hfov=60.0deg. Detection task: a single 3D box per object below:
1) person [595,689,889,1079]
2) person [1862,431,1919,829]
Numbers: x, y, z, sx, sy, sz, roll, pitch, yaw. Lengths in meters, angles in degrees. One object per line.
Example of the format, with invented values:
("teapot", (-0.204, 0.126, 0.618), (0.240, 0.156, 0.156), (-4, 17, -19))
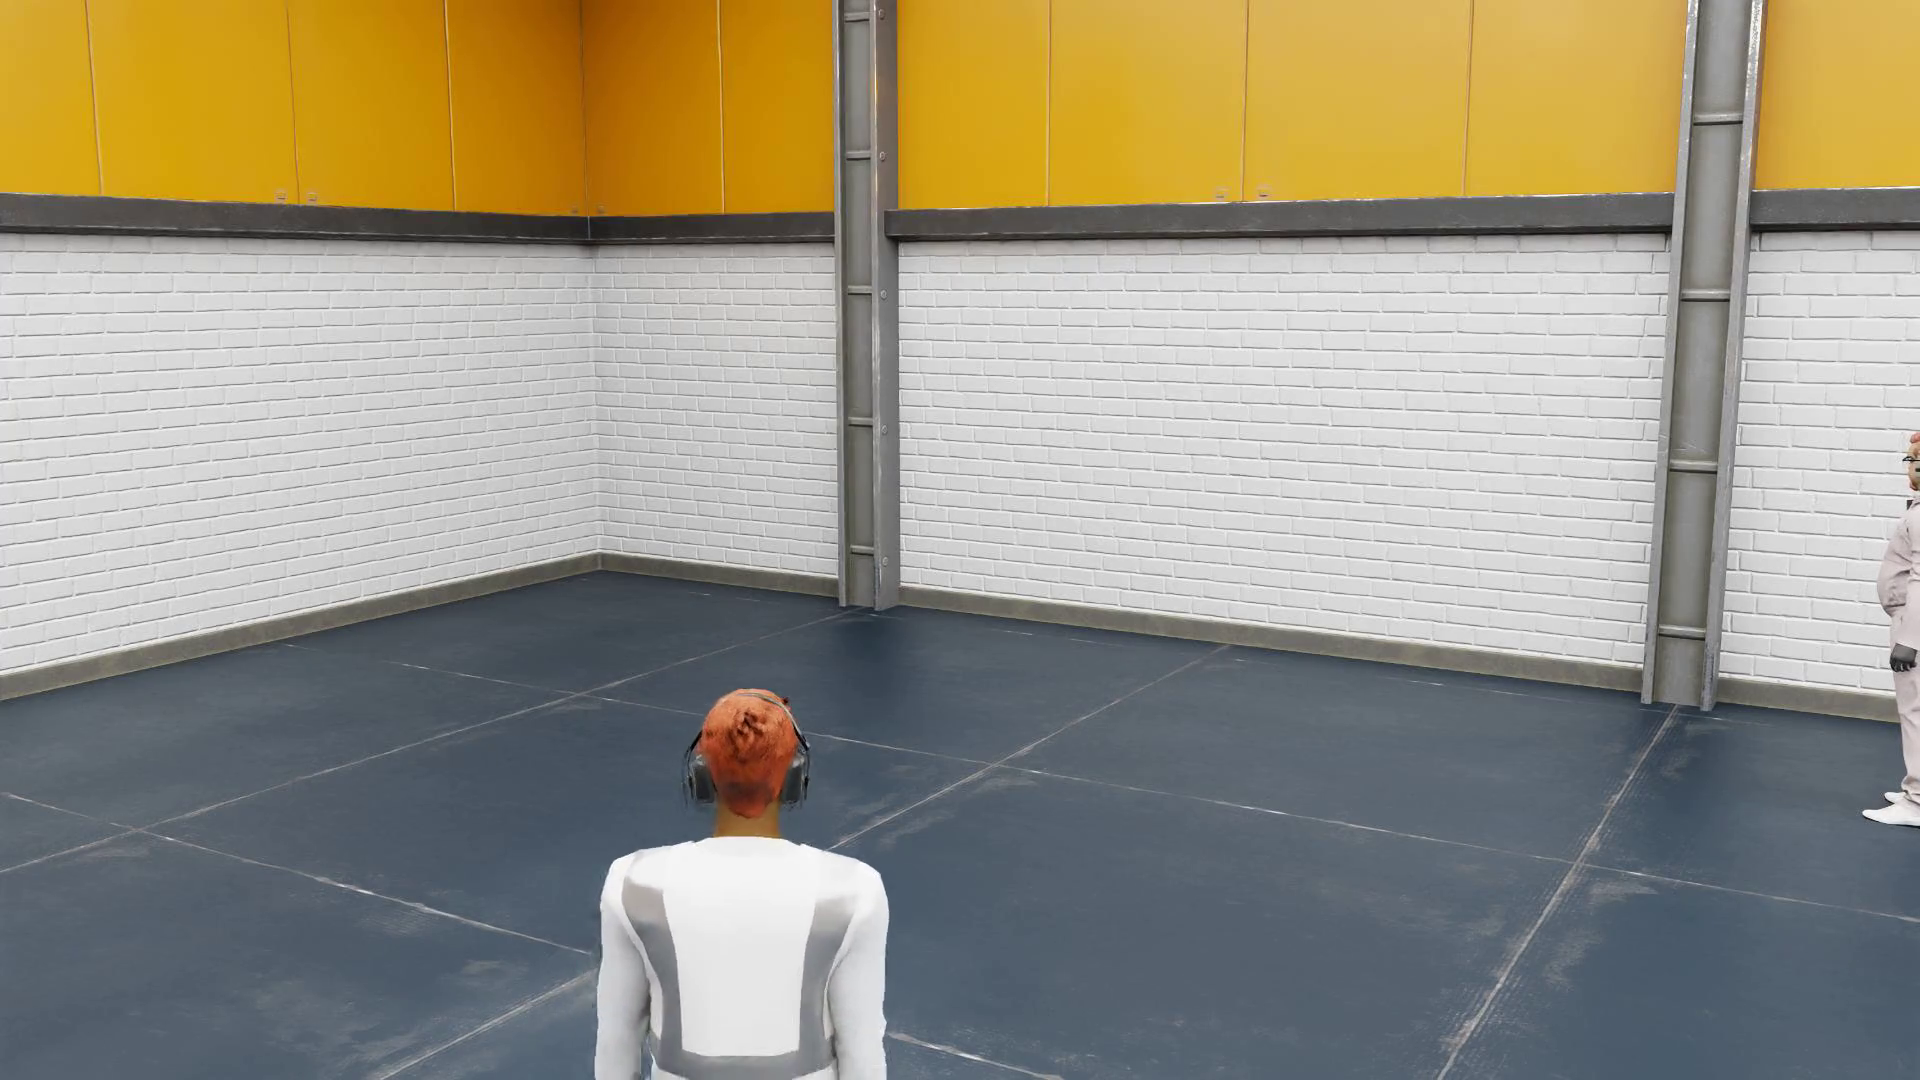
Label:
("person", (-0.433, 1.214, 3.273), (0.588, 1.851, 0.932), (0, 9, -3))
("person", (4.616, 0.425, 7.992), (0.649, 1.904, 0.401), (-9, 13, -44))
